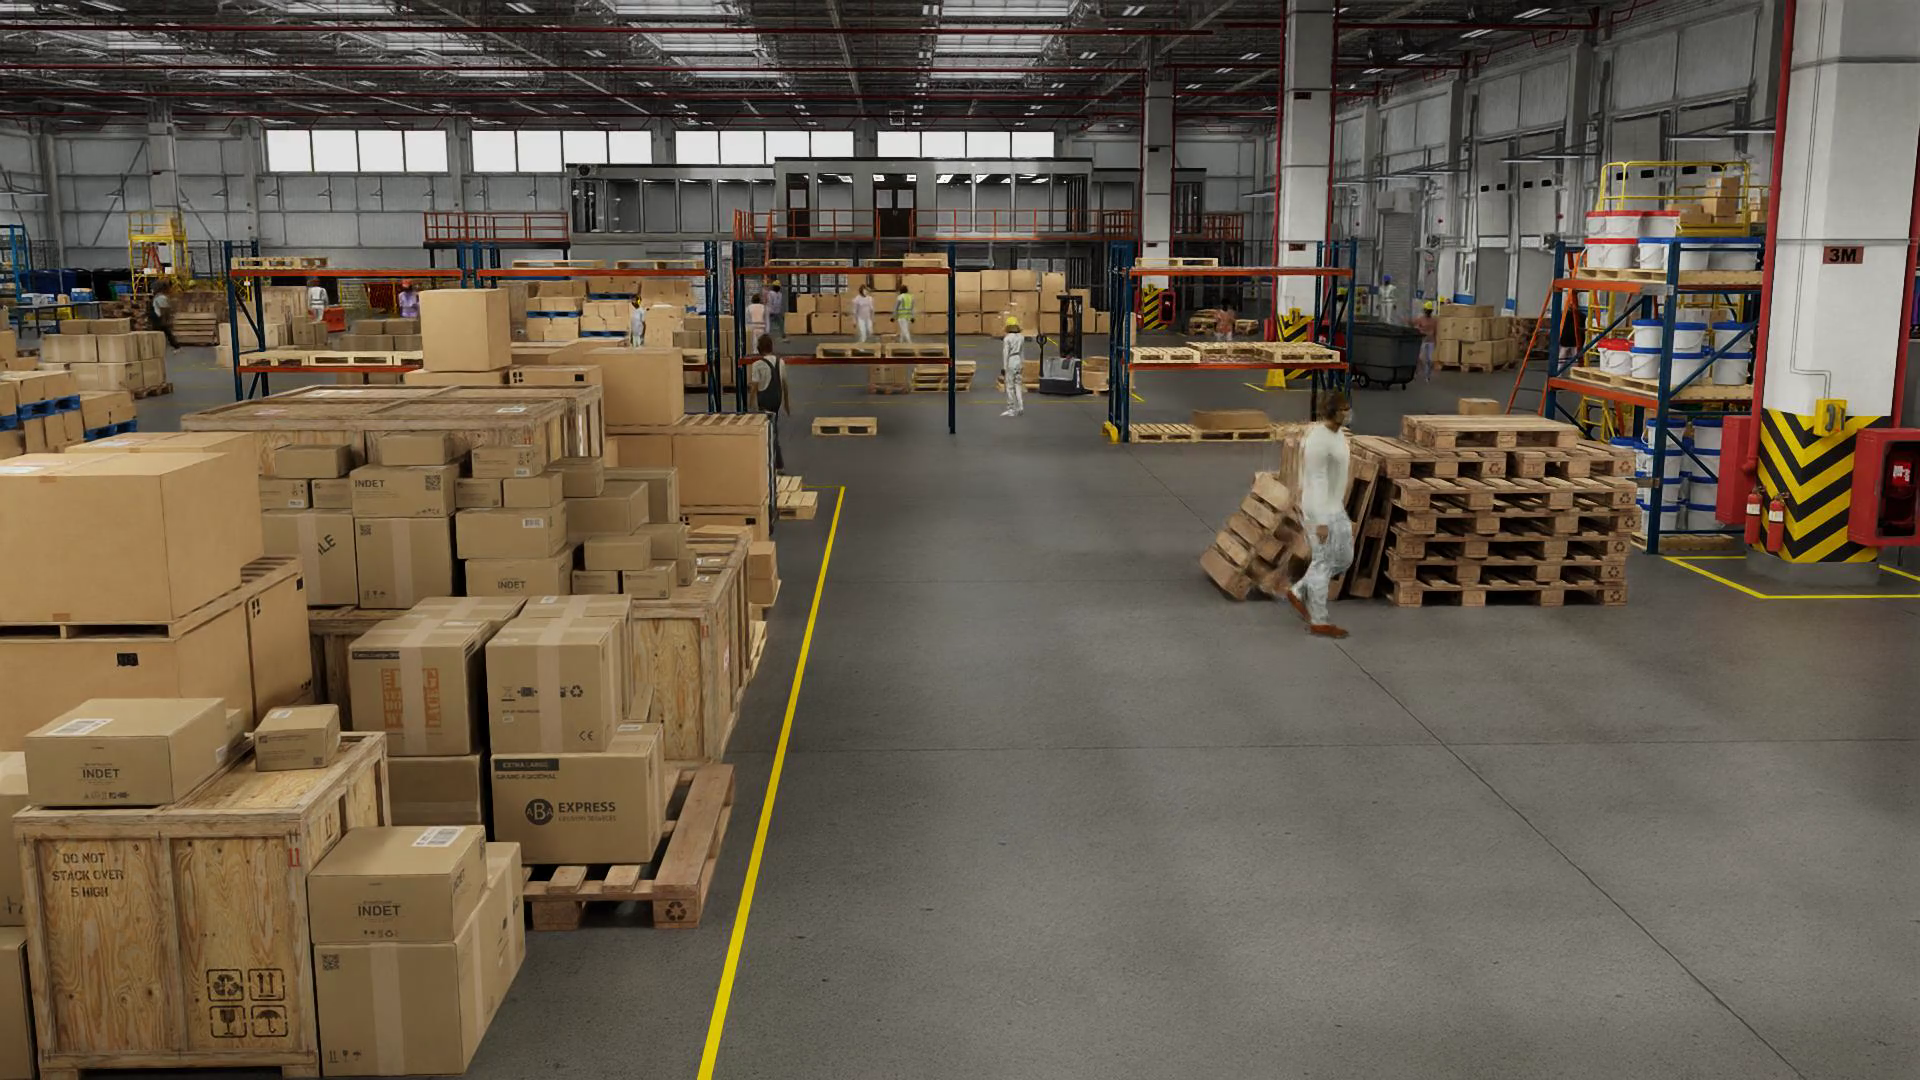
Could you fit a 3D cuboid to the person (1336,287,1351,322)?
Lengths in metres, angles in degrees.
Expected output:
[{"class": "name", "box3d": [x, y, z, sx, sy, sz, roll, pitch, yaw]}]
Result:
[{"class": "person", "box3d": [9.581, -5.376, 41.644, 0.764, 1.907, 0.597, -8, 13, -39]}]

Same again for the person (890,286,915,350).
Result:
[{"class": "person", "box3d": [-1.627, -6.285, 47.025, 0.954, 1.793, 0.638, 10, 14, 43]}]

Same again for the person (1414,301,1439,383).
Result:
[{"class": "person", "box3d": [10.086, -4.293, 36.008, 0.540, 1.754, 0.461, -1, 10, -5]}]

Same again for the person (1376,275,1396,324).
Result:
[{"class": "person", "box3d": [14.103, -7.808, 55.165, 0.619, 1.906, 0.908, 7, 12, 33]}]

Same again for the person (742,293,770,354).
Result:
[{"class": "person", "box3d": [-4.809, -4.884, 39.137, 0.629, 1.826, 0.455, -3, 11, -19]}]

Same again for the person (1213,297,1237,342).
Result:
[{"class": "person", "box3d": [6.485, -5.101, 40.741, 0.560, 1.678, 0.363, 1, 10, 7]}]

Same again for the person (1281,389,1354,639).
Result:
[{"class": "person", "box3d": [2.776, -0.201, 12.762, 0.502, 1.928, 0.627, 6, 12, 28]}]

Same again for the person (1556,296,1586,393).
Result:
[{"class": "person", "box3d": [12.277, -3.946, 33.474, 0.608, 1.987, 0.402, 1, 10, 3]}]

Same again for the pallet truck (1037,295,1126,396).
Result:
[{"class": "pallet truck", "box3d": [2.483, -3.881, 33.060, 1.885, 1.965, 0.823, -7, 13, -36]}]

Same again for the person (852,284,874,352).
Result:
[{"class": "person", "box3d": [-2.542, -5.735, 43.588, 0.627, 1.928, 0.501, -6, 12, -32]}]

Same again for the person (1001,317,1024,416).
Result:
[{"class": "person", "box3d": [0.904, -3.023, 29.024, 0.488, 1.738, 0.310, -10, 14, -44]}]

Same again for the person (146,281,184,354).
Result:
[{"class": "person", "box3d": [-21.376, -5.962, 44.534, 0.967, 2.000, 0.684, -6, 12, -28]}]

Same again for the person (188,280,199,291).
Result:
[{"class": "person", "box3d": [-25.750, -7.847, 55.872, 0.540, 1.745, 0.659, 6, 12, 32]}]

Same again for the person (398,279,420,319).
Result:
[{"class": "person", "box3d": [-15.104, -6.135, 45.579, 0.634, 2.004, 0.928, 0, 10, 0]}]

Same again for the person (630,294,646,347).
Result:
[{"class": "person", "box3d": [-7.213, -4.554, 37.155, 0.513, 1.876, 0.328, 10, 14, 44]}]

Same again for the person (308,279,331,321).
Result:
[{"class": "person", "box3d": [-20.537, -7.439, 53.320, 0.588, 1.834, 0.957, 0, 10, 1]}]

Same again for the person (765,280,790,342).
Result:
[{"class": "person", "box3d": [-5.603, -6.929, 50.394, 0.591, 1.881, 0.999, -10, 14, -44]}]

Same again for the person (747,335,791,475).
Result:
[{"class": "person", "box3d": [-2.588, -1.774, 21.834, 0.917, 1.807, 0.547, 9, 14, 42]}]
